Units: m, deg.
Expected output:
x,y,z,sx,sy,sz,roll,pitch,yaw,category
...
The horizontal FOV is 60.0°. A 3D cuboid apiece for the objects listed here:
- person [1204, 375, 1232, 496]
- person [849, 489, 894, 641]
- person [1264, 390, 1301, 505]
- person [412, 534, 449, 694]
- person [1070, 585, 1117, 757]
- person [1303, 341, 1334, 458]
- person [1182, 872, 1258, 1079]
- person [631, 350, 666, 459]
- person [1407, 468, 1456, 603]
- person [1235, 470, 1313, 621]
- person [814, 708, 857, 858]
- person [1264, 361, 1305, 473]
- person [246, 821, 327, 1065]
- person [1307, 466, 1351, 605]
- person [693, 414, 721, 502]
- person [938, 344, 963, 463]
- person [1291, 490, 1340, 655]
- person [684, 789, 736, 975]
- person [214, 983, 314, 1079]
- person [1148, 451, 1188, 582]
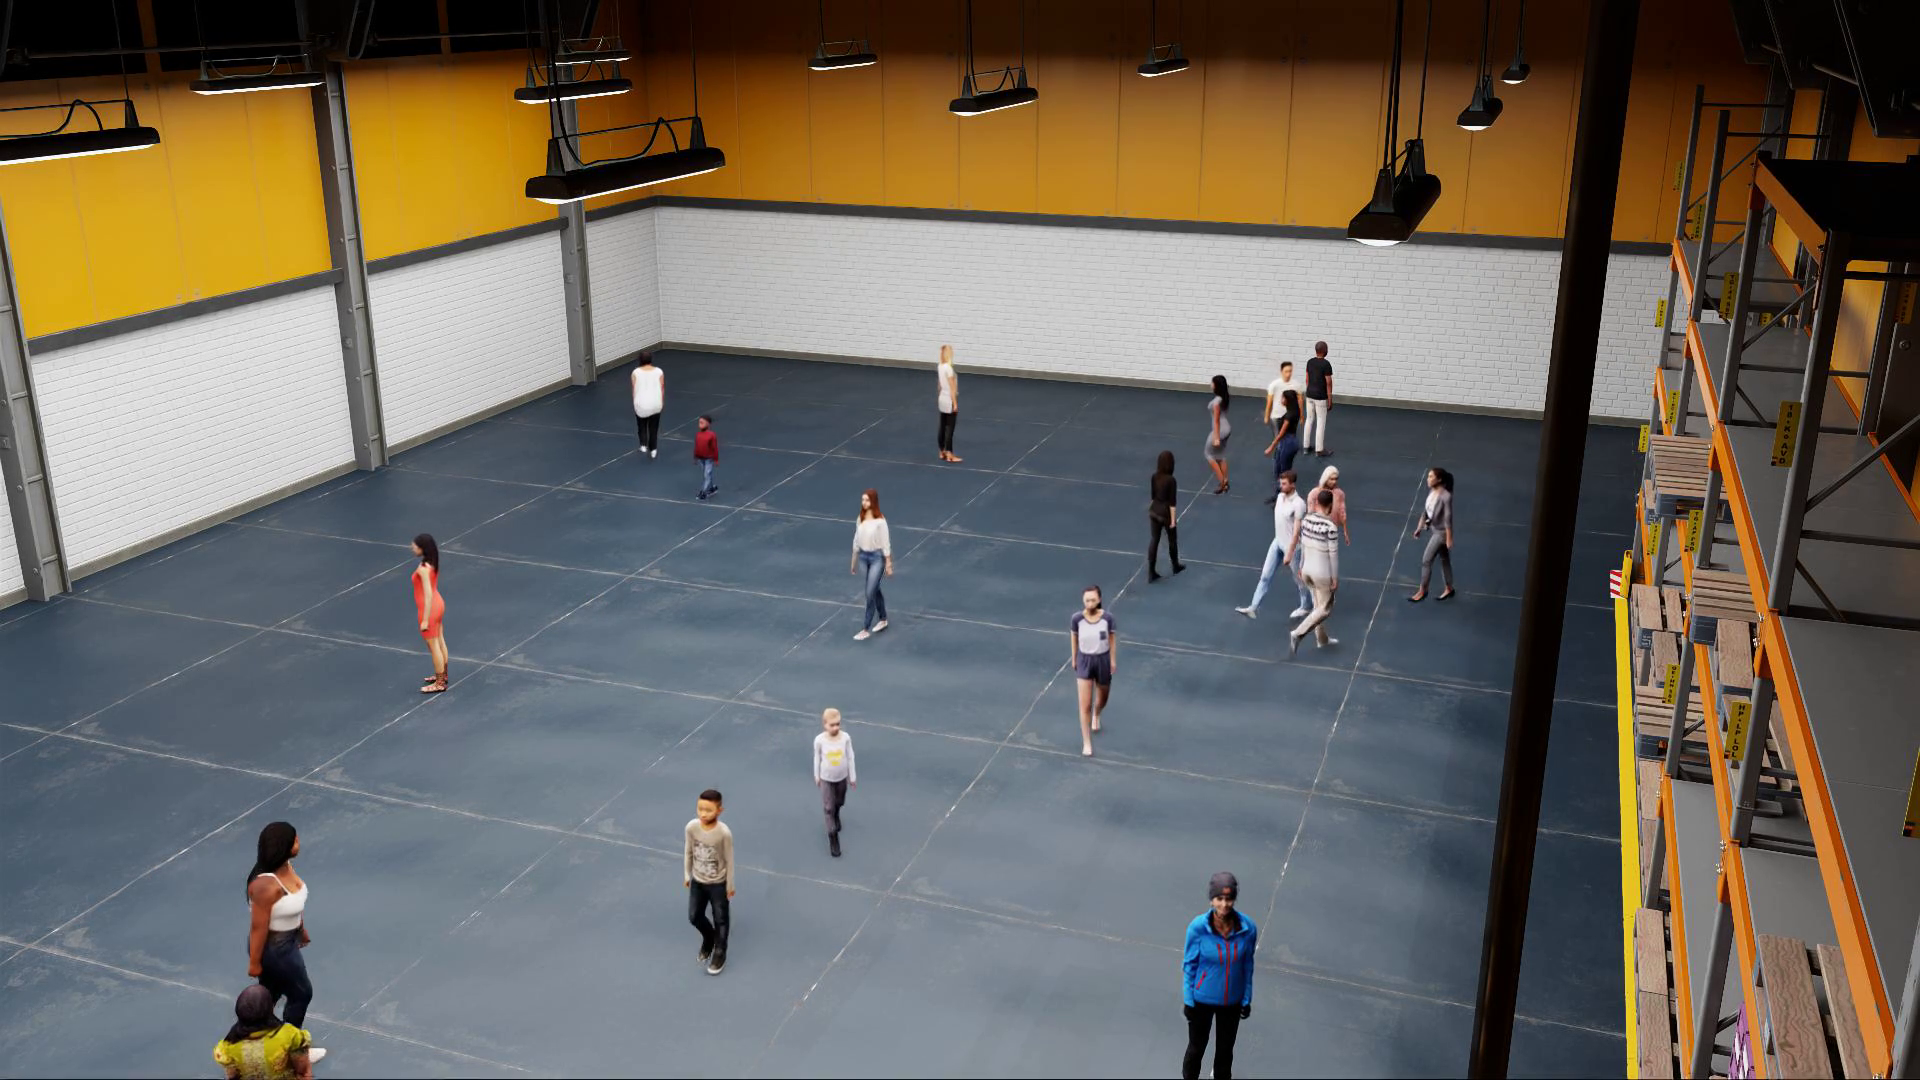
x,y,z,sx,sy,sz,roll,pitch,yaw,category
3.826,-1.475,23.864,0.710,1.764,0.637,12,22,32,person
-0.939,0.237,18.865,0.784,1.708,0.995,14,23,36,person
4.658,-1.235,23.213,0.641,1.723,0.621,8,20,23,person
-5.511,0.746,17.332,0.725,1.722,0.607,-2,19,-6,person
1.299,1.209,16.117,0.811,1.621,1.074,0,19,1,person
5.594,-2.219,26.007,0.777,1.805,0.761,-14,23,-36,person
1.648,2.943,10.694,0.678,1.795,0.641,0,19,-1,person
-4.858,-2.104,25.883,0.872,1.666,0.955,-4,19,-12,person
5.798,-0.044,19.797,0.864,1.646,0.884,-1,19,-4,person
3.856,0.095,19.151,1.273,1.795,1.191,-9,21,-25,person
-1.094,2.009,14.299,0.822,1.265,0.956,-6,19,-17,person
4.831,-1.825,24.916,1.018,1.754,1.282,-2,19,-6,person
-4.715,2.779,11.224,0.915,1.768,0.871,-2,19,-5,person
4.312,-0.089,19.907,1.036,1.662,1.223,-5,19,-15,person
-3.605,-1.198,23.877,0.597,1.230,0.887,10,21,28,person
-0.211,-2.117,25.671,0.724,1.827,0.685,-11,21,-29,person
3.874,0.389,18.240,1.167,1.820,1.079,-10,21,-26,person
-1.843,2.516,12.489,0.590,1.459,0.583,4,19,13,person
-4.004,3.371,9.663,1.002,1.641,1.110,-4,19,-11,person
2.450,-0.273,20.506,0.785,1.628,0.975,16,24,40,person
